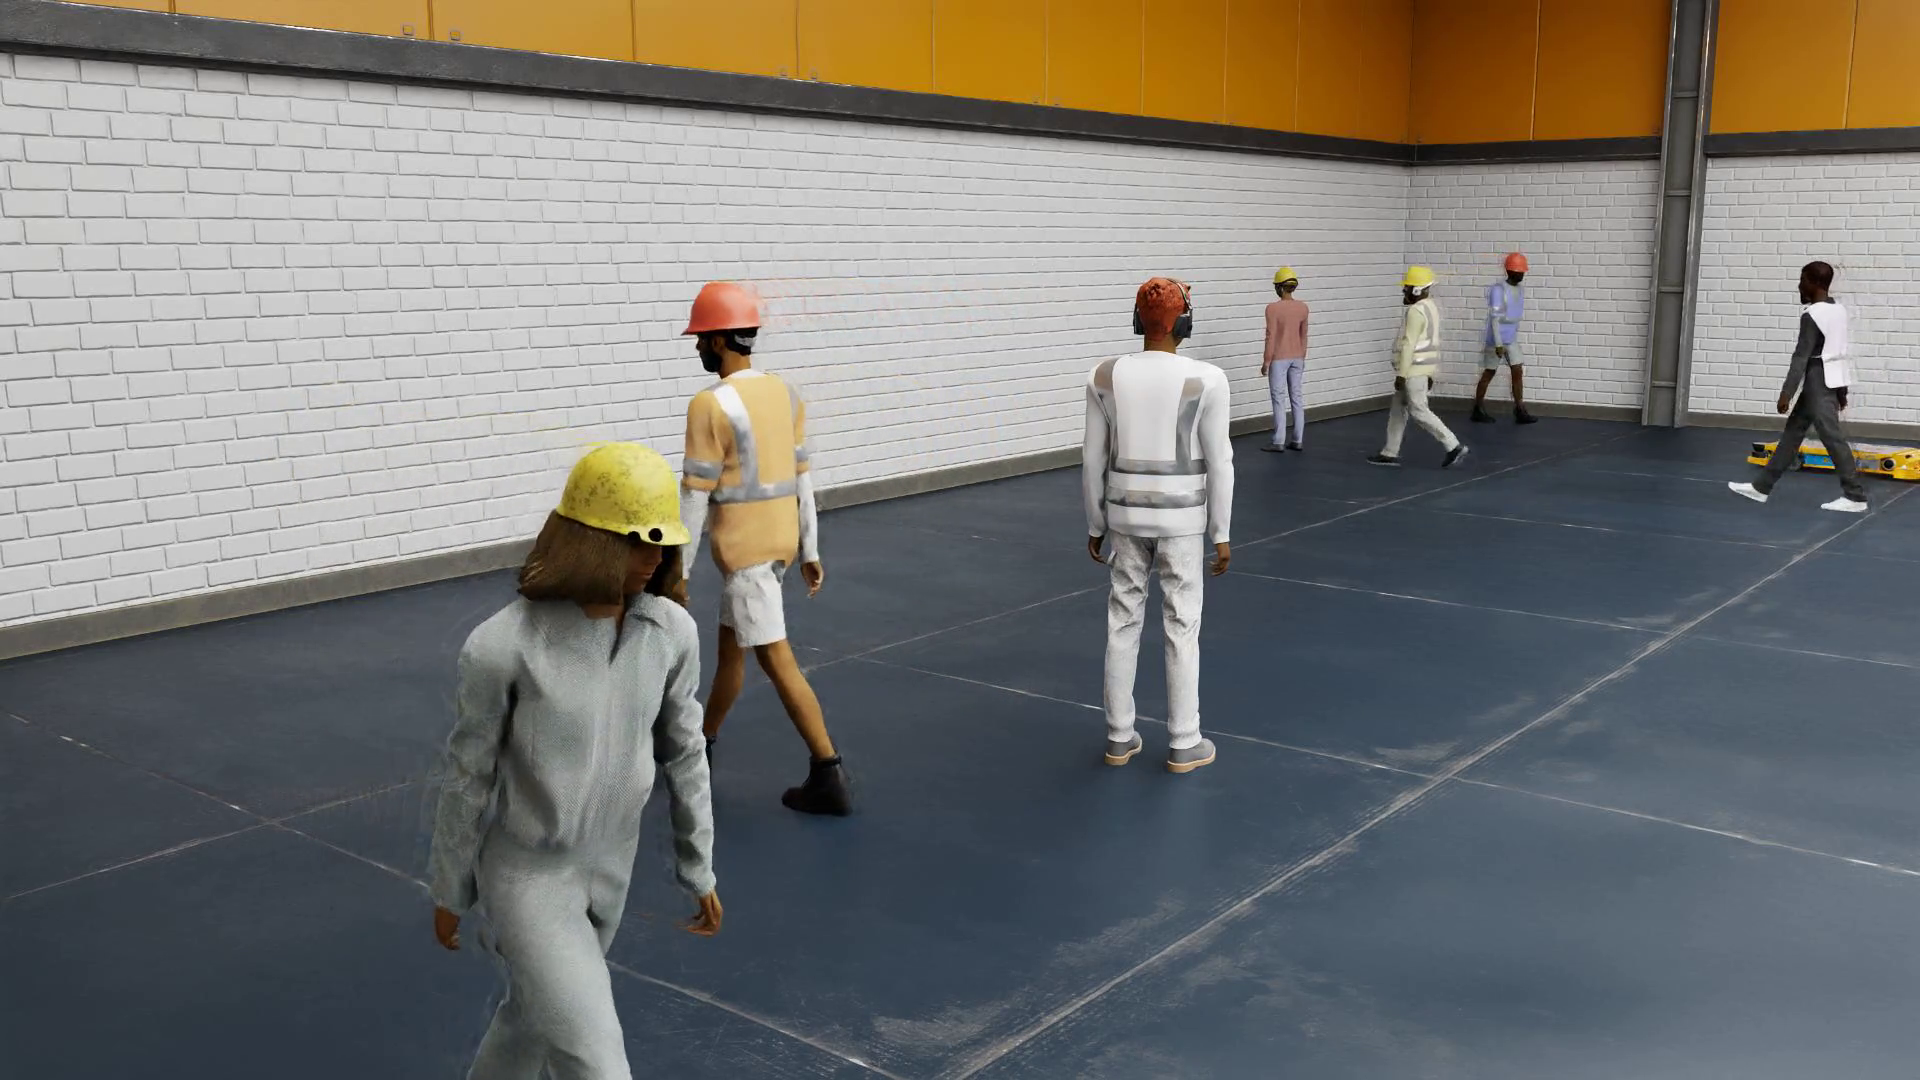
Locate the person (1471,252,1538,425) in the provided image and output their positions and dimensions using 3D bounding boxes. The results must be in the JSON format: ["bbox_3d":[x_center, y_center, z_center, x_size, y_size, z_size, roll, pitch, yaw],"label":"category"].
[{"bbox_3d":[5.991,-2.192,18.194,0.564,1.879,0.920,-6,12,-31],"label":"person"}]

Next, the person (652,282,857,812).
[{"bbox_3d":[-0.766,0.023,5.983,1.032,1.878,0.554,5,12,27],"label":"person"}]

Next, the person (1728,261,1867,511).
[{"bbox_3d":[6.413,-1.160,12.555,1.023,1.860,0.607,9,14,40],"label":"person"}]

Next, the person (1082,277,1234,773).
[{"bbox_3d":[0.756,-0.051,6.347,0.584,1.882,0.345,5,11,24],"label":"person"}]

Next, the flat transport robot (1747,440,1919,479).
[{"bbox_3d":[7.748,-0.722,14.533,0.652,0.197,1.431,-9,14,-41],"label":"flat transport robot"}]

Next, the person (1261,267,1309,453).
[{"bbox_3d":[3.094,-1.719,15.920,0.533,1.767,0.326,-6,12,-31],"label":"person"}]

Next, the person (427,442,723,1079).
[{"bbox_3d":[-0.737,0.631,3.179,0.979,1.660,0.490,8,13,37],"label":"person"}]

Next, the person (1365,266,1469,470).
[{"bbox_3d":[4.089,-1.517,14.717,0.856,1.806,0.593,4,11,22],"label":"person"}]
